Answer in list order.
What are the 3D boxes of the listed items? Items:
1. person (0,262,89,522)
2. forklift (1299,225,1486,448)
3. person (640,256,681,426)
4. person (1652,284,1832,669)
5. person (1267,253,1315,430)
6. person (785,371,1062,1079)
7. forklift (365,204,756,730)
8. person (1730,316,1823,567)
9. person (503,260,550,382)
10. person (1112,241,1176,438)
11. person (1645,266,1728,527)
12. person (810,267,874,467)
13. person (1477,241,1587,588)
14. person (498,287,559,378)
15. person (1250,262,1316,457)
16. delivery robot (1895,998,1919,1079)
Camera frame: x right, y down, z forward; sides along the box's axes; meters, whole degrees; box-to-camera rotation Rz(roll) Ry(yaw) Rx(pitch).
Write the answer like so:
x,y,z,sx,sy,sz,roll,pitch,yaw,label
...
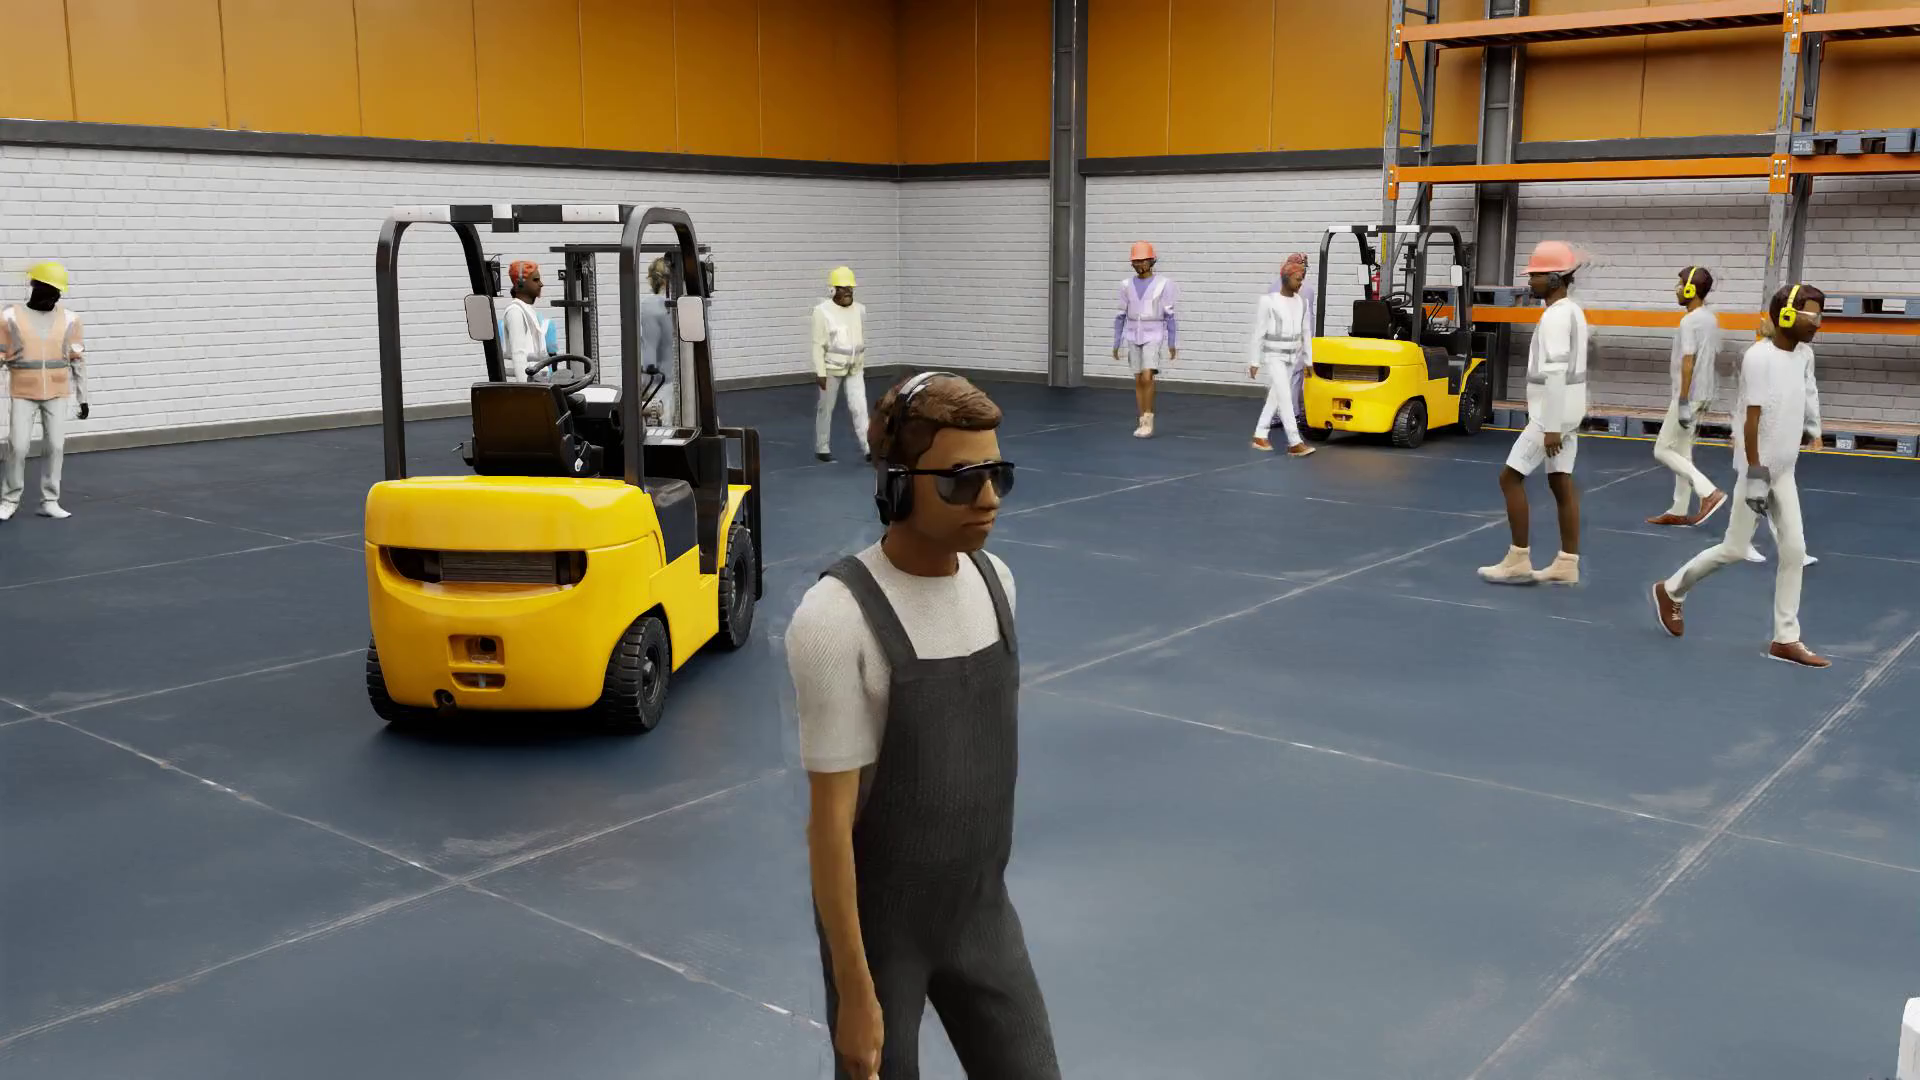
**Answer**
x,y,z,sx,sy,sz,roll,pitch,yaw,label
-6.679,-1.069,12.069,0.648,1.878,0.498,-9,14,-41,person
4.449,-2.115,16.993,1.214,2.155,2.313,8,13,38,forklift
-2.098,-1.163,12.501,0.740,1.912,0.670,6,12,28,person
3.897,-0.337,8.164,0.532,1.830,0.875,-6,12,-30,person
3.582,-2.123,17.864,0.404,1.900,0.641,-7,12,-32,person
-0.060,0.642,2.722,0.501,1.830,0.426,-10,14,-44,person
-1.766,-0.406,7.525,1.214,2.155,2.313,1,10,7,forklift
5.122,-0.665,10.283,0.512,1.701,0.848,-4,11,-20,person
-3.216,-1.125,12.369,0.353,1.883,0.572,-2,10,-9,person
1.855,-2.037,17.025,0.649,2.023,0.598,6,12,32,person
5.169,-0.990,11.701,0.518,1.856,0.498,-9,14,-42,person
-1.025,-1.534,14.893,0.625,1.786,0.898,-8,13,-37,person
3.365,-0.727,9.767,0.722,2.021,0.649,6,12,30,person
-3.782,-1.393,14.483,0.552,1.648,0.868,-1,10,-5,person
3.097,-1.722,15.855,0.591,1.825,0.994,-6,12,-30,person
2.201,1.137,3.256,0.477,0.478,0.707,-1,10,-8,delivery robot
